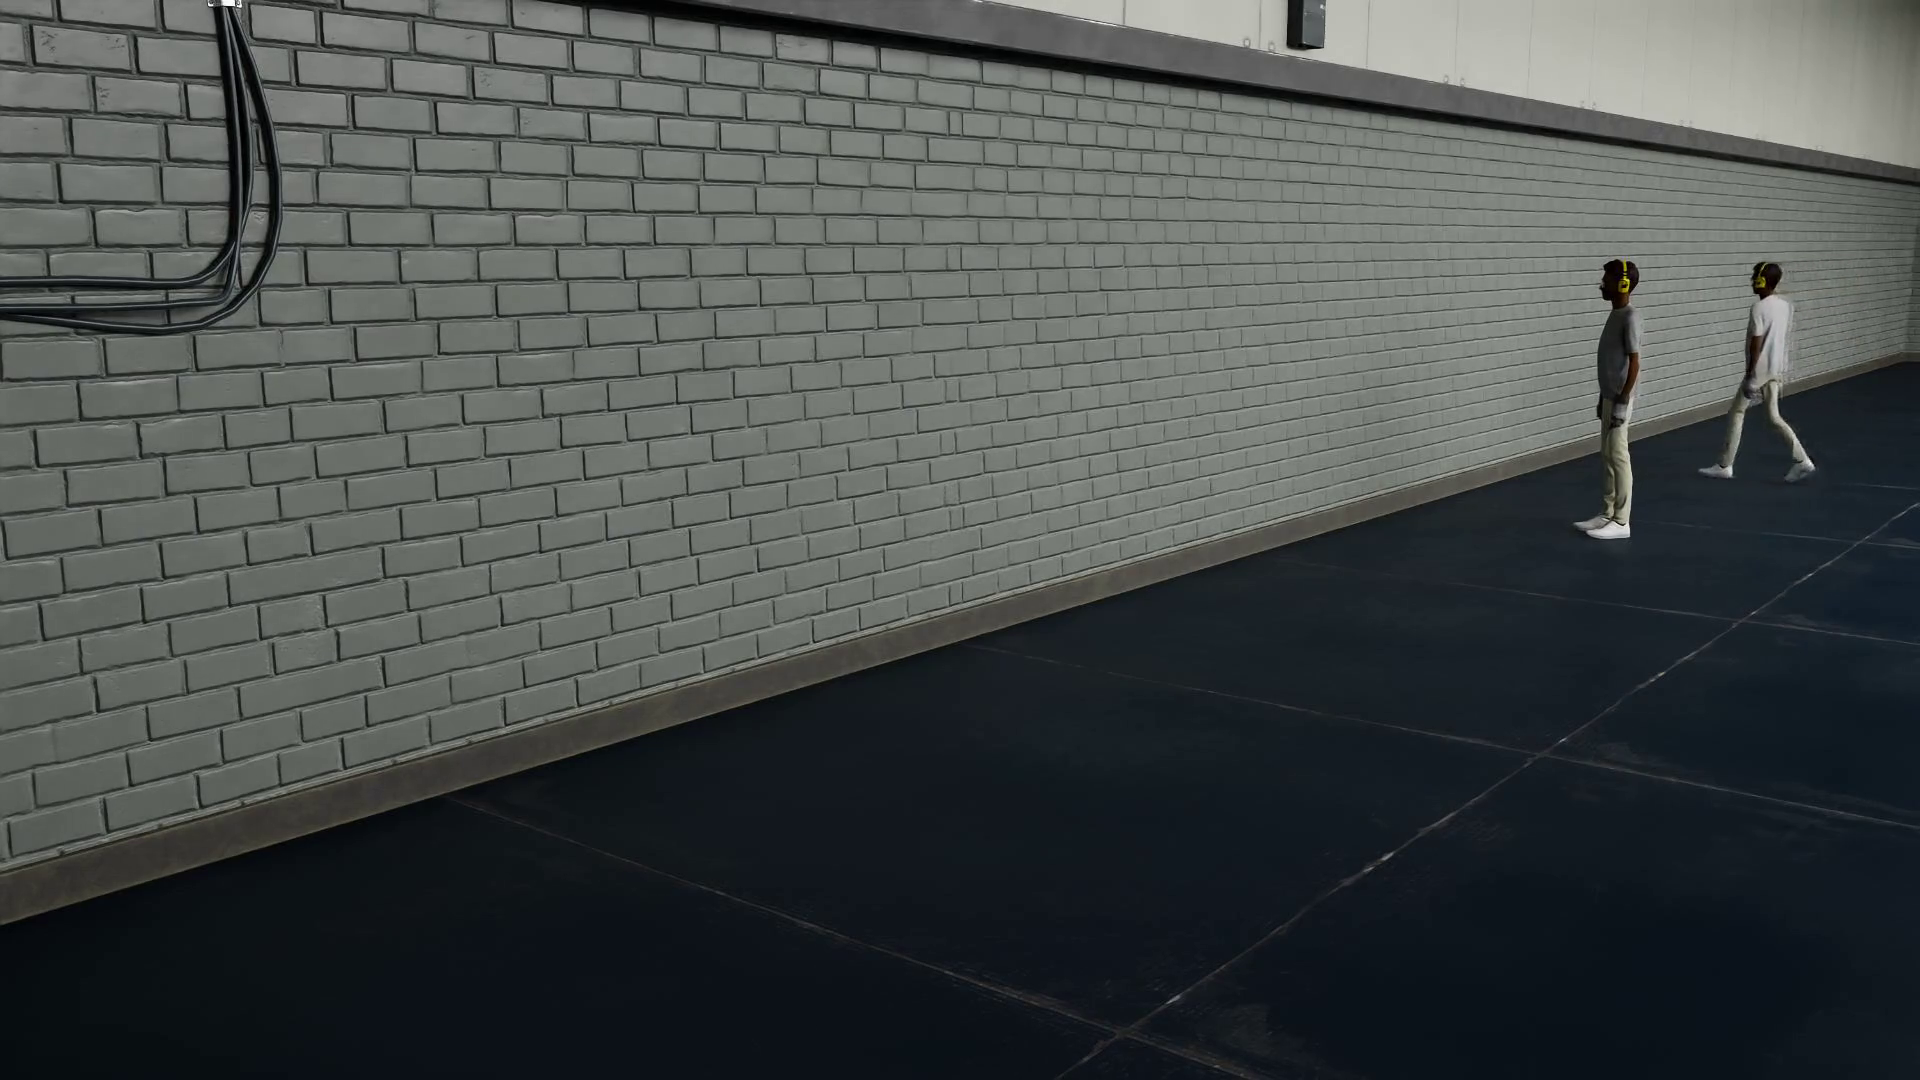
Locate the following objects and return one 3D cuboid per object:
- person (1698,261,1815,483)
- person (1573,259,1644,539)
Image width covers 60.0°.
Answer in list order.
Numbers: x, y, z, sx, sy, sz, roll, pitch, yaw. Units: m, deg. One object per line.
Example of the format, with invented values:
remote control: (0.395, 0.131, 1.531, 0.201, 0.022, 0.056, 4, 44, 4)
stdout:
person: (6.716, -1.403, 13.866, 0.537, 1.838, 0.910, -6, 12, -32)
person: (4.423, -0.953, 11.262, 0.327, 1.874, 0.518, 1, 10, 7)
